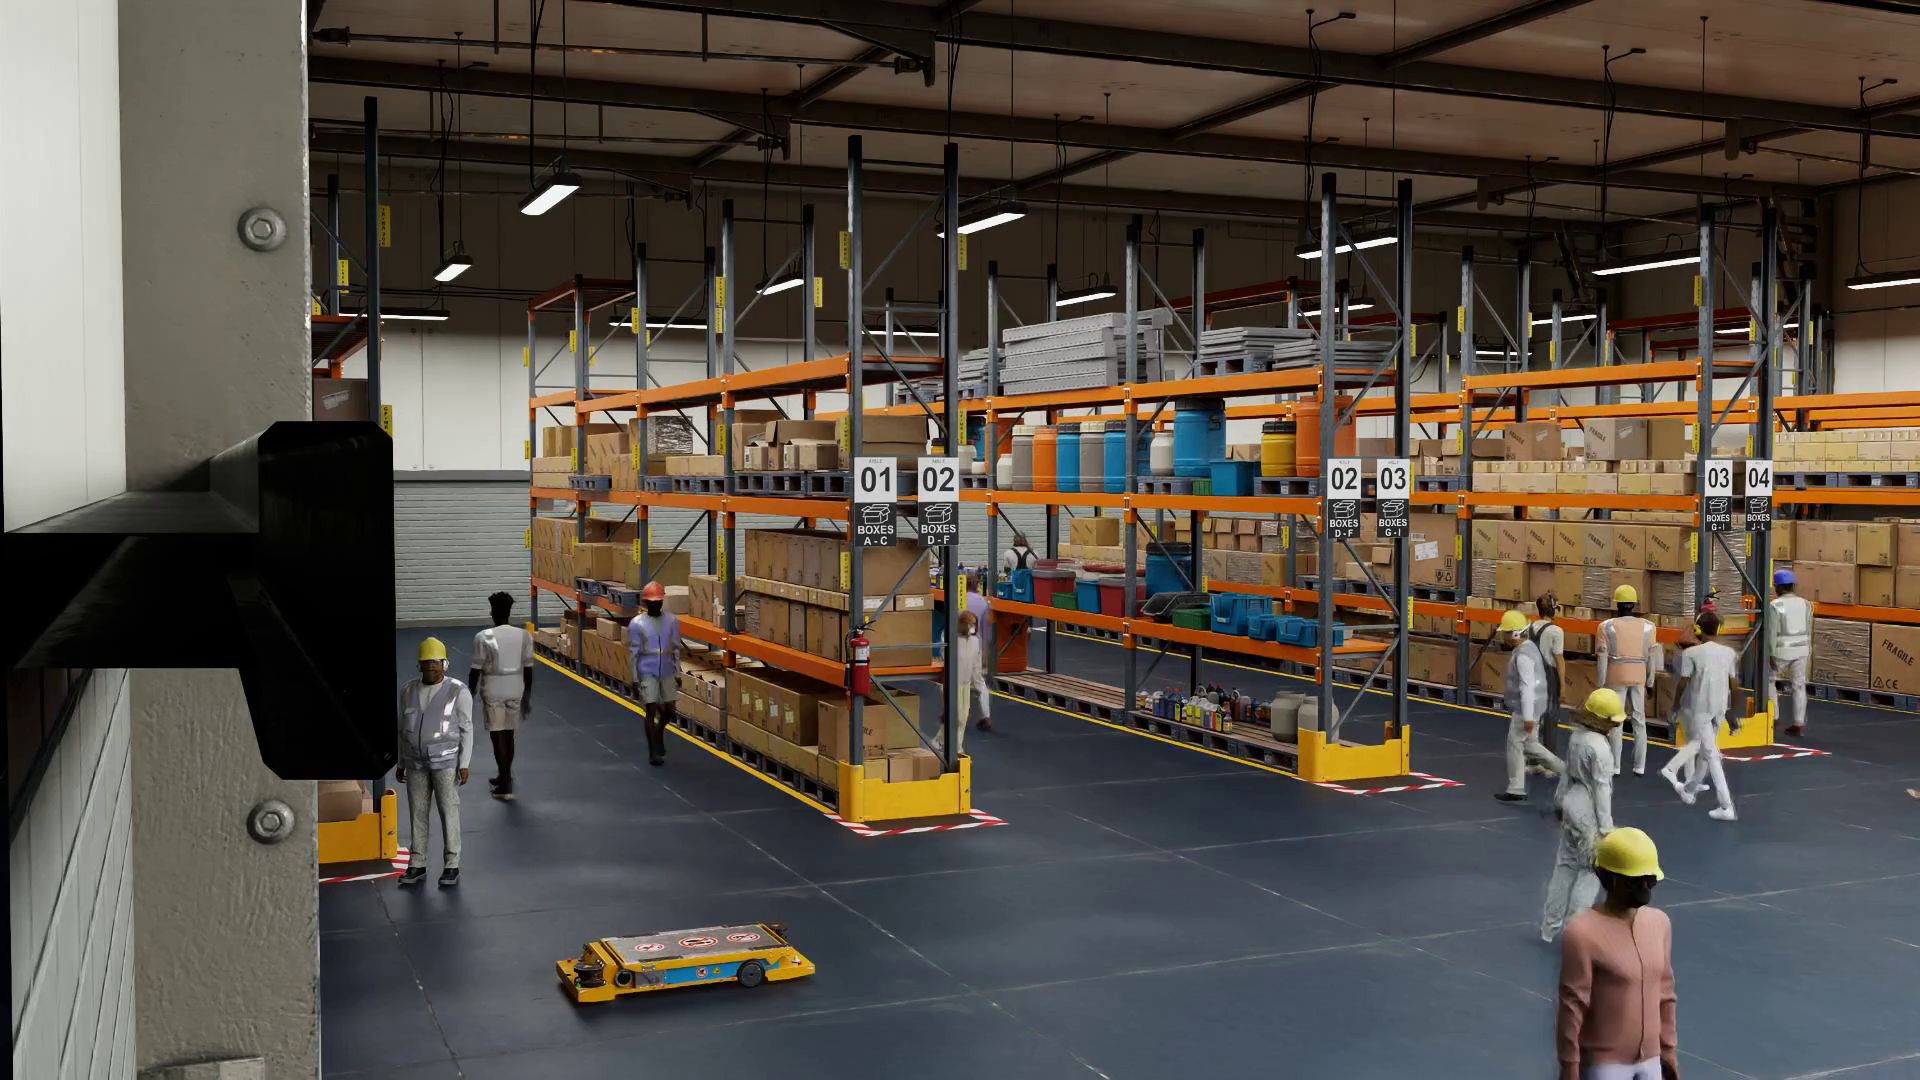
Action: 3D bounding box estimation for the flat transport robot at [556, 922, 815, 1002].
[{"bbox_3d":[-1.658,2.531,10.816,1.431,0.197,0.652,-1,2,-23],"label":"flat transport robot"}]

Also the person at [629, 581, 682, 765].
[{"bbox_3d":[-3.209,1.389,18.858,0.561,1.919,0.457,-1,2,-27],"label":"person"}]

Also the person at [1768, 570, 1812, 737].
[{"bbox_3d":[9.632,1.310,20.919,0.634,1.925,0.628,0,2,-12],"label":"person"}]

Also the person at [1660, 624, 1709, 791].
[{"bbox_3d":[6.959,1.606,17.152,0.474,1.614,0.505,0,2,-8],"label":"person"}]

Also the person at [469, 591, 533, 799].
[{"bbox_3d":[-4.389,1.458,16.971,0.598,1.960,0.652,2,3,43],"label":"person"}]

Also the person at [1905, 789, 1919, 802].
[{"bbox_3d":[9.088,1.623,16.222,0.882,1.647,0.550,1,3,30],"label":"person"}]

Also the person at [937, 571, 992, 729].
[{"bbox_3d":[0.082,1.310,21.496,0.649,1.887,1.032,-1,3,-31],"label":"person"}]

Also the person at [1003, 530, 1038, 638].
[{"bbox_3d":[1.136,0.800,33.245,0.693,2.000,1.007,0,2,-9],"label":"person"}]

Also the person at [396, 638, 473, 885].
[{"bbox_3d":[-3.938,1.642,13.348,0.600,1.833,0.404,0,2,9],"label":"person"}]

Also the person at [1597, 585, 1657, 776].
[{"bbox_3d":[6.710,1.415,18.069,0.587,1.930,0.362,0,2,2],"label":"person"}]

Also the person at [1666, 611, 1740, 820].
[{"bbox_3d":[6.667,1.550,16.092,0.501,1.808,1.002,0,2,-12],"label":"person"}]

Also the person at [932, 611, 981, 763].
[{"bbox_3d":[-0.023,1.540,18.813,0.426,1.615,0.510,2,3,41],"label":"person"}]

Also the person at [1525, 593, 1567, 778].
[{"bbox_3d":[5.900,1.457,18.047,0.331,1.844,0.520,-1,2,-27],"label":"person"}]

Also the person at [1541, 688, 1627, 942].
[{"bbox_3d":[3.995,1.780,11.529,0.416,1.698,0.660,0,2,-5],"label":"person"}]

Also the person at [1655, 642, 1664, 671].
[{"bbox_3d":[9.735,1.166,25.432,0.604,1.859,0.676,-1,3,-29],"label":"person"}]

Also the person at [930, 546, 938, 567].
[{"bbox_3d":[-0.459,0.679,38.517,0.404,1.832,0.596,0,2,2],"label":"person"}]

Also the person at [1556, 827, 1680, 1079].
[{"bbox_3d":[2.453,1.938,6.733,0.527,1.757,0.433,-1,3,-29],"label":"person"}]

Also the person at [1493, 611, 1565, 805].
[{"bbox_3d":[5.298,1.542,16.474,0.714,1.798,0.619,1,2,22],"label":"person"}]
